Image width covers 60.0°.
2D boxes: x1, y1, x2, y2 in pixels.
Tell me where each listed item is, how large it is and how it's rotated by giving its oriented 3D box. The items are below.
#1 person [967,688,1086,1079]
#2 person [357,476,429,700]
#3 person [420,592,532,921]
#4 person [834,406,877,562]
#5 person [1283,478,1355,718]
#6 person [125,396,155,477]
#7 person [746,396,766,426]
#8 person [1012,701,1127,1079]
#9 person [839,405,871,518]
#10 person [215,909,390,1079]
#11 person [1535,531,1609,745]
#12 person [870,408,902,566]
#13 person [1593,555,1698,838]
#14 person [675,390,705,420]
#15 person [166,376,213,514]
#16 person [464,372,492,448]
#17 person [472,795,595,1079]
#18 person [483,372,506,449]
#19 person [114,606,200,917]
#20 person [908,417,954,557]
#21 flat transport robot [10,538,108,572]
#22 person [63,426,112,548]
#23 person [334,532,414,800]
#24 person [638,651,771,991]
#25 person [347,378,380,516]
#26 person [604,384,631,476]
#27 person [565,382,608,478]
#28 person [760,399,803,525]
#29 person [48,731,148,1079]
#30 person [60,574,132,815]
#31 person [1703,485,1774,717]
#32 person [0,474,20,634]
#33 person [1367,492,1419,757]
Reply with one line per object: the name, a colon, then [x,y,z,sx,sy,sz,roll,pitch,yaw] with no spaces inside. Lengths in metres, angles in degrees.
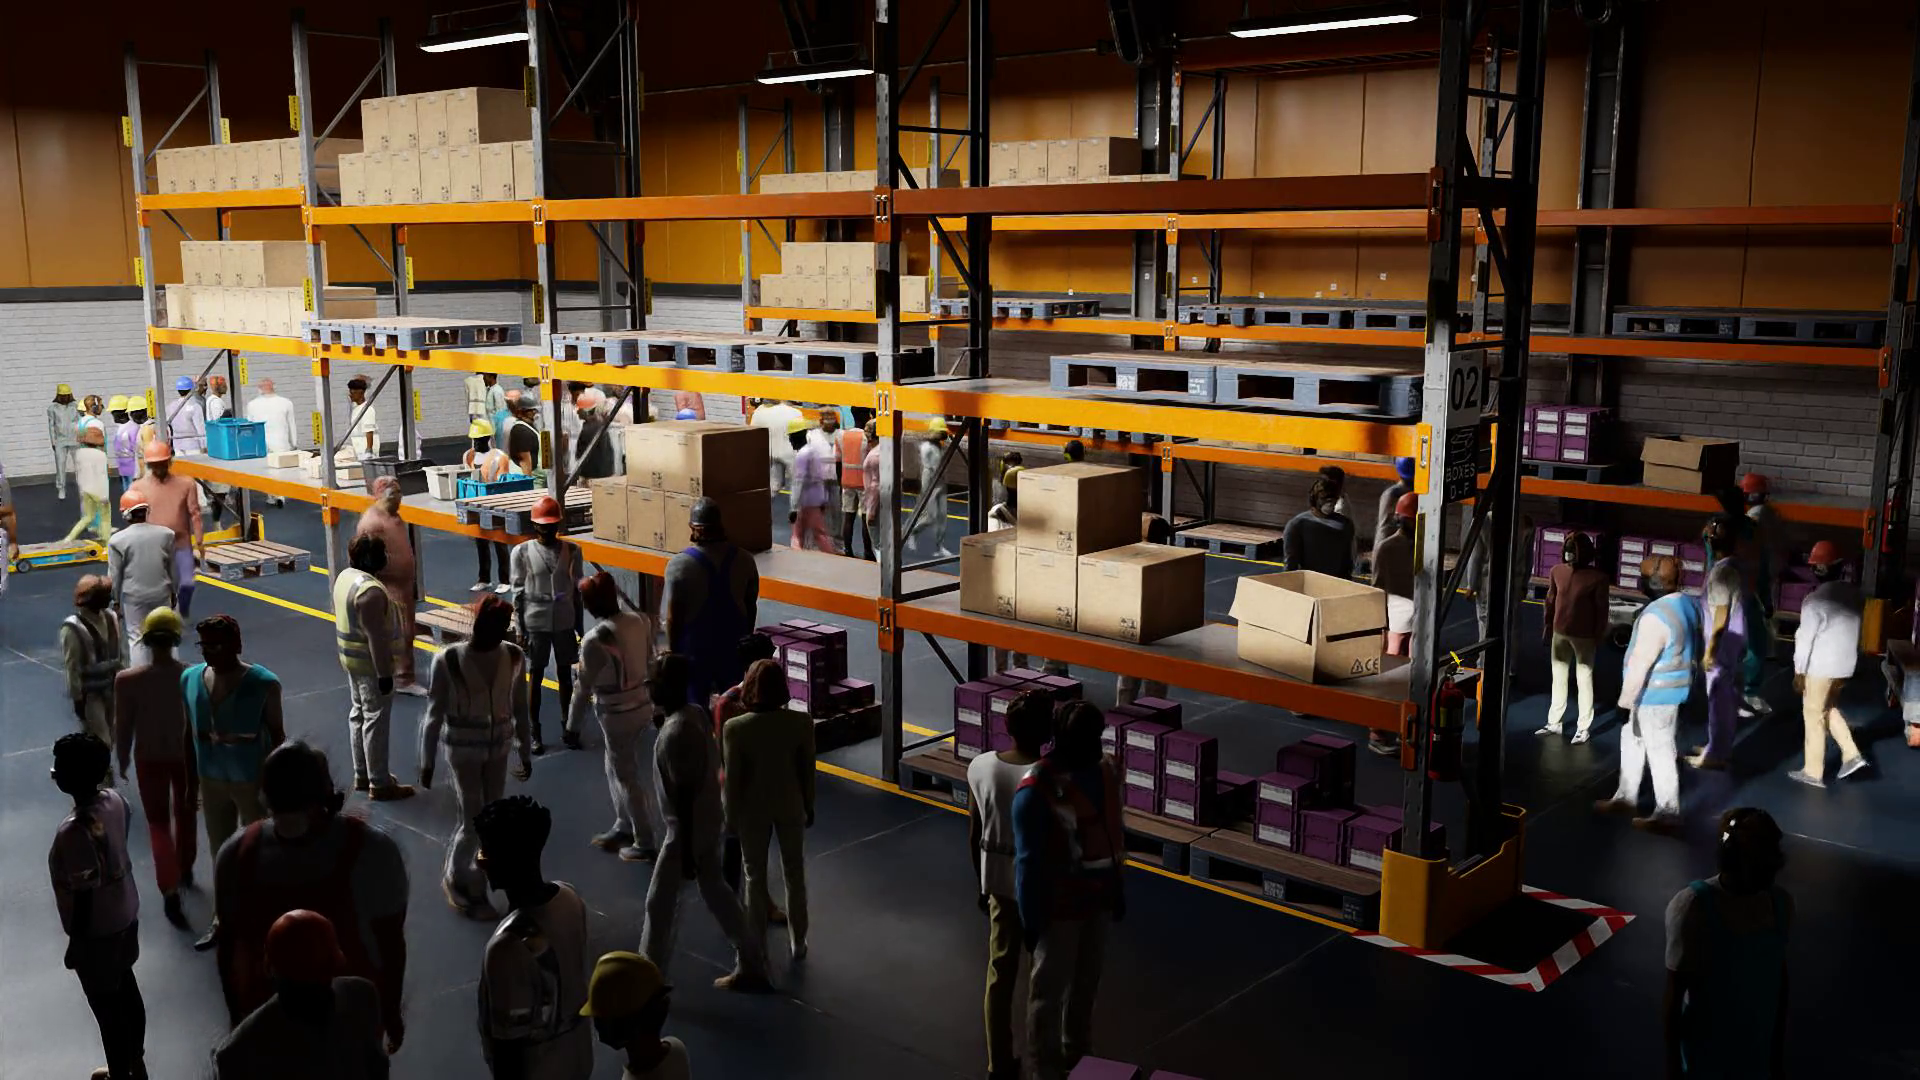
person: [0.290,1.568,7.377,0.565,1.846,0.390,6,12,31]
person: [-4.720,0.403,13.857,0.447,1.885,0.668,1,10,5]
person: [-2.692,1.216,9.333,0.411,1.854,0.641,10,14,44]
person: [-1.184,-0.658,19.627,0.613,1.961,0.362,5,11,28]
person: [2.884,0.459,13.384,0.635,1.937,0.354,-4,11,-21]
person: [-10.195,-0.851,20.865,0.391,1.915,0.593,-5,11,-27]
person: [-2.956,-1.383,24.368,0.355,1.739,0.573,-2,10,-12]
person: [0.504,1.587,7.324,0.432,1.833,0.639,9,14,42]
person: [-1.408,-1.328,23.224,0.392,2.033,0.605,-10,14,-44]
person: [-2.027,1.990,5.285,0.382,1.735,0.590,8,13,37]
person: [4.672,0.738,12.668,0.264,1.632,0.507,-8,13,-38]
person: [-0.875,-0.617,19.433,0.378,1.959,0.599,4,11,20]
person: [4.370,0.985,10.732,0.727,1.818,0.661,8,13,38]
person: [-4.135,-1.704,25.705,0.407,1.908,0.641,2,10,13]
person: [-10.864,-1.327,23.445,0.609,1.950,0.379,3,11,18]
person: [-8.026,-2.097,27.894,0.593,1.920,0.391,4,11,23]
person: [-1.445,1.817,5.670,0.376,1.958,0.599,1,10,5]
person: [-7.247,-1.769,26.042,0.379,1.916,0.591,-4,11,-22]
person: [-4.533,1.251,9.537,0.531,1.731,0.847,-6,12,-29]
person: [-0.350,-0.646,20.207,0.517,1.723,0.489,7,12,33]
flat transport robot: [-10.822,0.178,19.685,1.431,0.197,0.652,-9,14,-43]
person: [-10.533,-0.567,20.108,0.522,1.612,0.629,5,11,27]
person: [-4.027,0.856,11.414,0.429,1.842,0.636,-8,13,-37]
person: [-1.350,1.438,8.294,0.826,1.804,0.548,1,10,5]
person: [-8.274,-1.272,23.133,0.379,1.958,0.606,-7,12,-34]
person: [-5.376,-1.689,26.445,0.624,1.619,0.518,10,14,44]
person: [-5.535,-1.542,24.408,0.538,2.000,0.684,9,14,43]
person: [-2.372,-1.120,22.444,0.704,1.906,0.562,5,11,28]
person: [-3.767,1.663,7.265,0.319,1.696,0.532,-2,10,-10]
person: [-5.850,1.022,11.149,0.711,1.613,0.563,3,10,14]
person: [6.306,0.493,13.386,0.708,1.879,0.517,-4,11,-21]
person: [-9.323,-0.008,15.739,0.712,2.000,0.801,0,10,-2]
person: [3.306,0.619,12.360,0.620,1.986,0.409,-6,12,-31]
